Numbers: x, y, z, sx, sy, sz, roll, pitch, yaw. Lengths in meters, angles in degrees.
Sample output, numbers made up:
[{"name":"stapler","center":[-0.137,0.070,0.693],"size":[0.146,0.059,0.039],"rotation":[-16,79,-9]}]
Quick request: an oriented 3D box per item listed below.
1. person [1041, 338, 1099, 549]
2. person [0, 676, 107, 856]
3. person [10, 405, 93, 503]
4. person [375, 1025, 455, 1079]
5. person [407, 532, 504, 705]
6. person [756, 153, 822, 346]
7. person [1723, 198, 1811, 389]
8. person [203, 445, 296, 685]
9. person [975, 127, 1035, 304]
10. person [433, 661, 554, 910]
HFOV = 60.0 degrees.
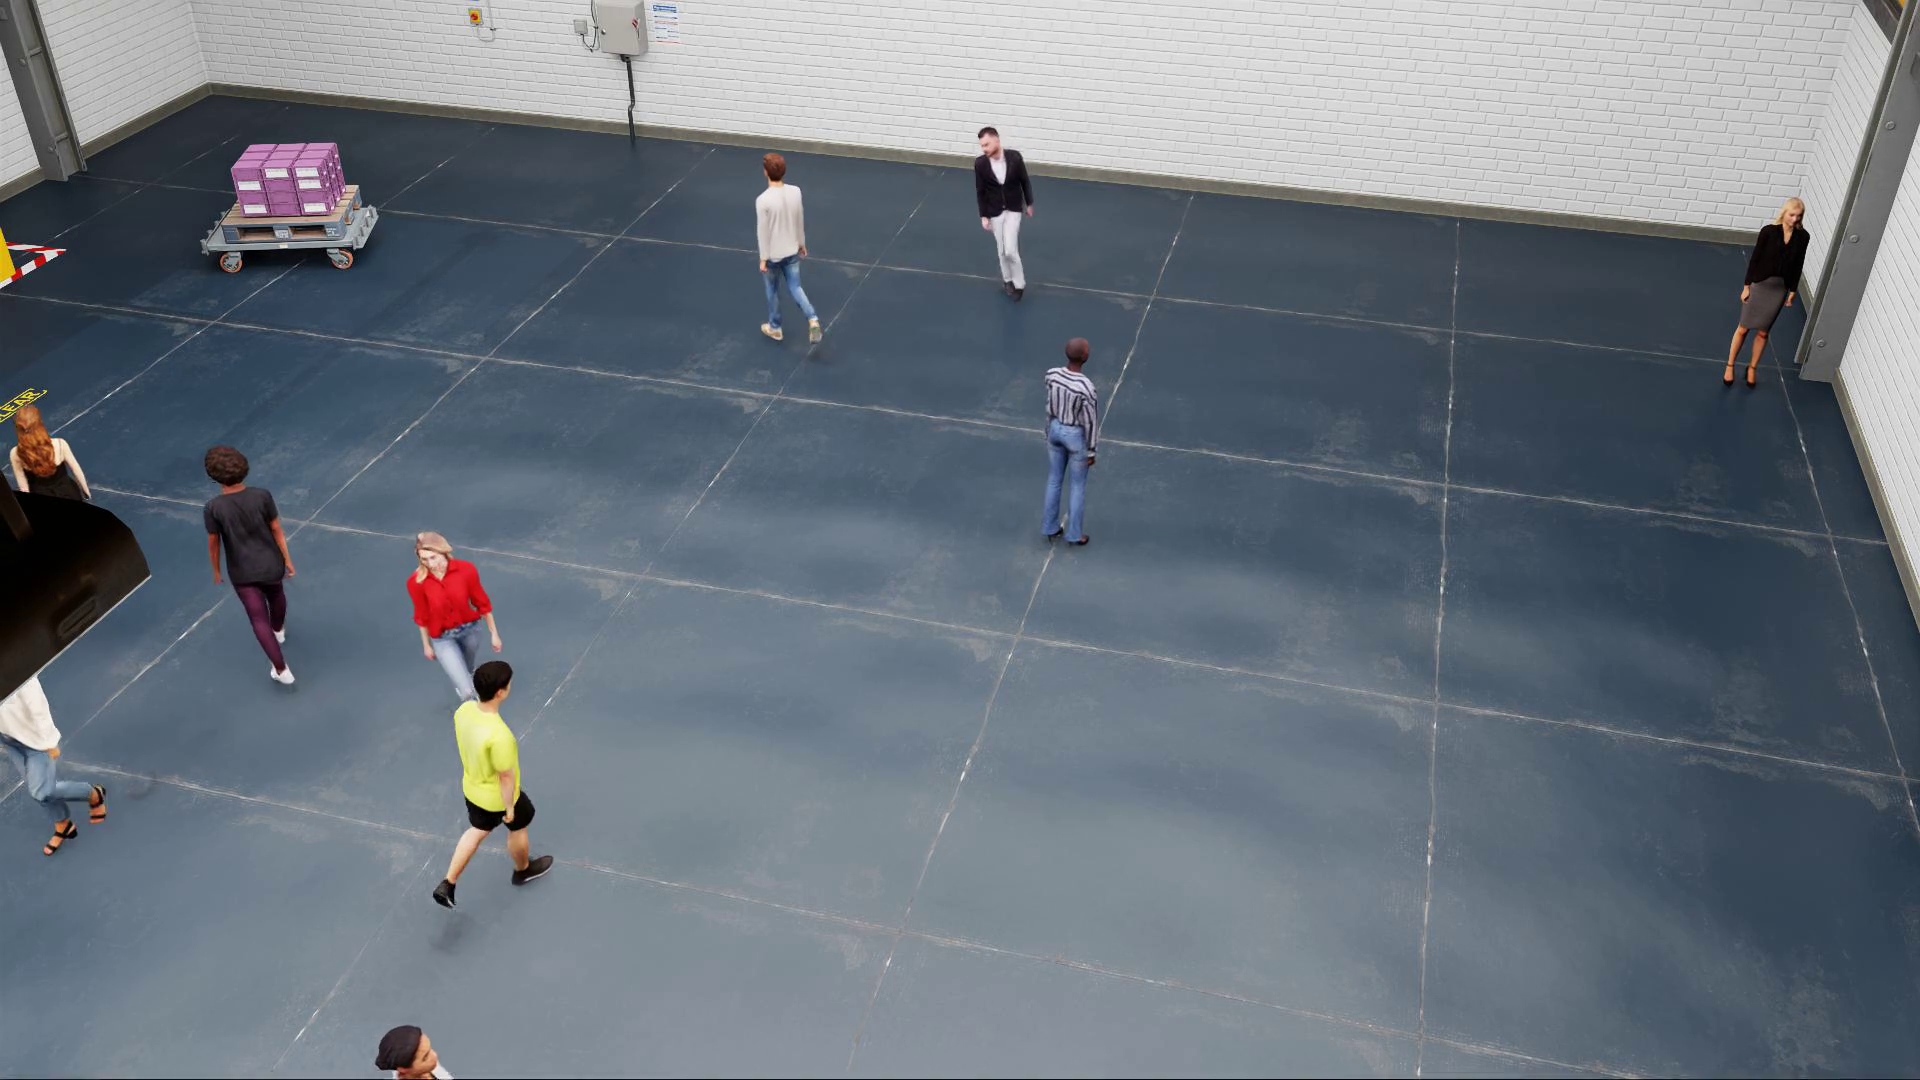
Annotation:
[{"name":"person","center":[0.838,-0.741,12.809],"size":[0.689,1.794,0.658],"rotation":[23,40,30]},{"name":"person","center":[-5.568,1.154,10.068],"size":[0.704,1.671,0.756],"rotation":[17,37,23]},{"name":"person","center":[-6.608,-0.214,12.190],"size":[0.886,1.601,0.954],"rotation":[-17,37,-24]},{"name":"person","center":[-2.434,2.824,7.514],"size":[0.906,1.718,0.957],"rotation":[-4,34,-6]},{"name":"person","center":[-3.319,0.603,10.915],"size":[1.134,1.652,1.194],"rotation":[-20,39,-27]},{"name":"person","center":[-1.636,-2.679,15.642],"size":[1.111,1.885,1.109],"rotation":[-24,40,-31]},{"name":"person","center":[7.264,-2.223,14.994],"size":[0.604,1.842,0.546],"rotation":[6,34,10]},{"name":"person","center":[-4.836,0.202,11.435],"size":[1.130,1.744,1.126],"rotation":[-22,40,-30]},{"name":"person","center":[0.468,-3.276,16.630],"size":[0.795,1.785,0.808],"rotation":[-4,34,-6]},{"name":"person","center":[-2.764,1.460,9.600],"size":[0.908,1.679,1.105],"rotation":[20,38,27]}]
